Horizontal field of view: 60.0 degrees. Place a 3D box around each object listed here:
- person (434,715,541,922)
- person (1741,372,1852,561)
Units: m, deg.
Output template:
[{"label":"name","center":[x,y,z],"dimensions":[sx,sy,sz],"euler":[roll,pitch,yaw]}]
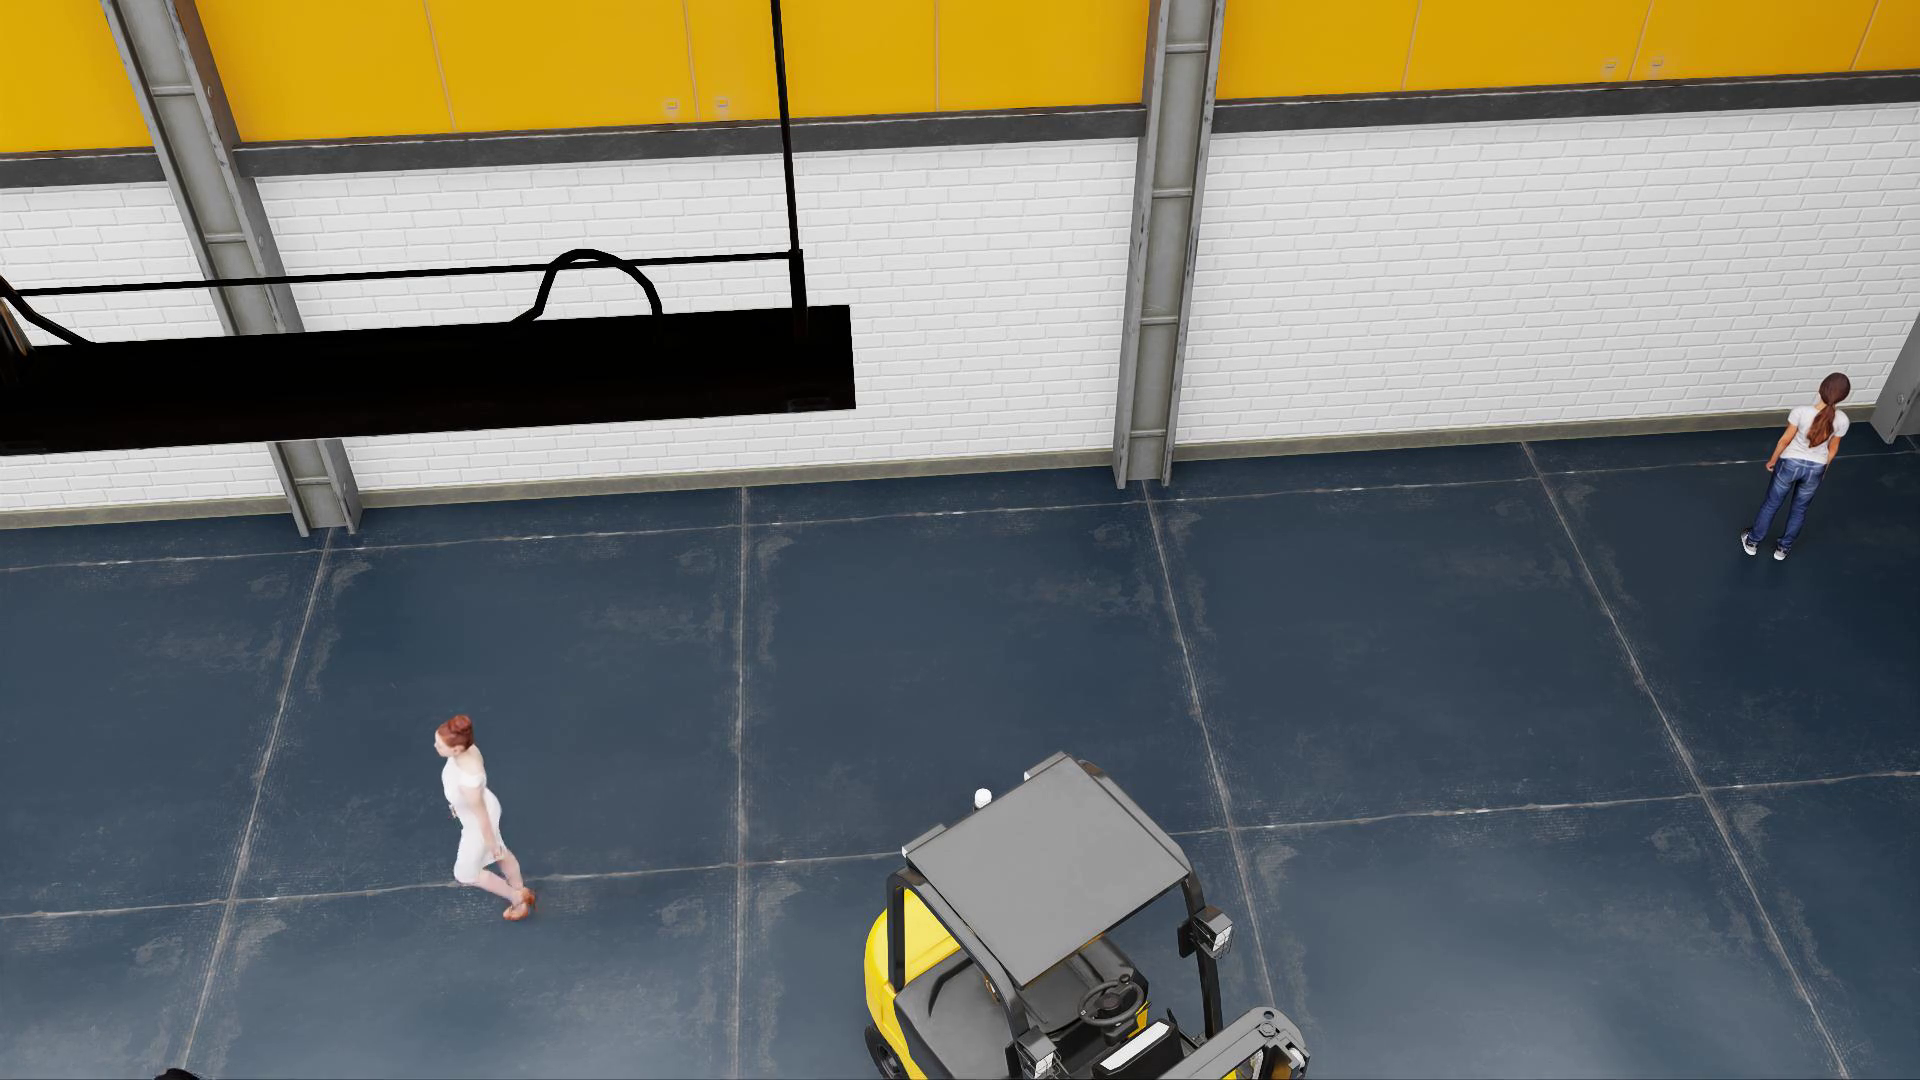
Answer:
[{"label":"person","center":[-2.537,1.546,9.149],"dimensions":[0.659,1.782,0.622],"euler":[-11,45,-11]},{"label":"person","center":[5.803,-0.514,11.471],"dimensions":[0.584,1.562,0.680],"euler":[15,46,15]}]
